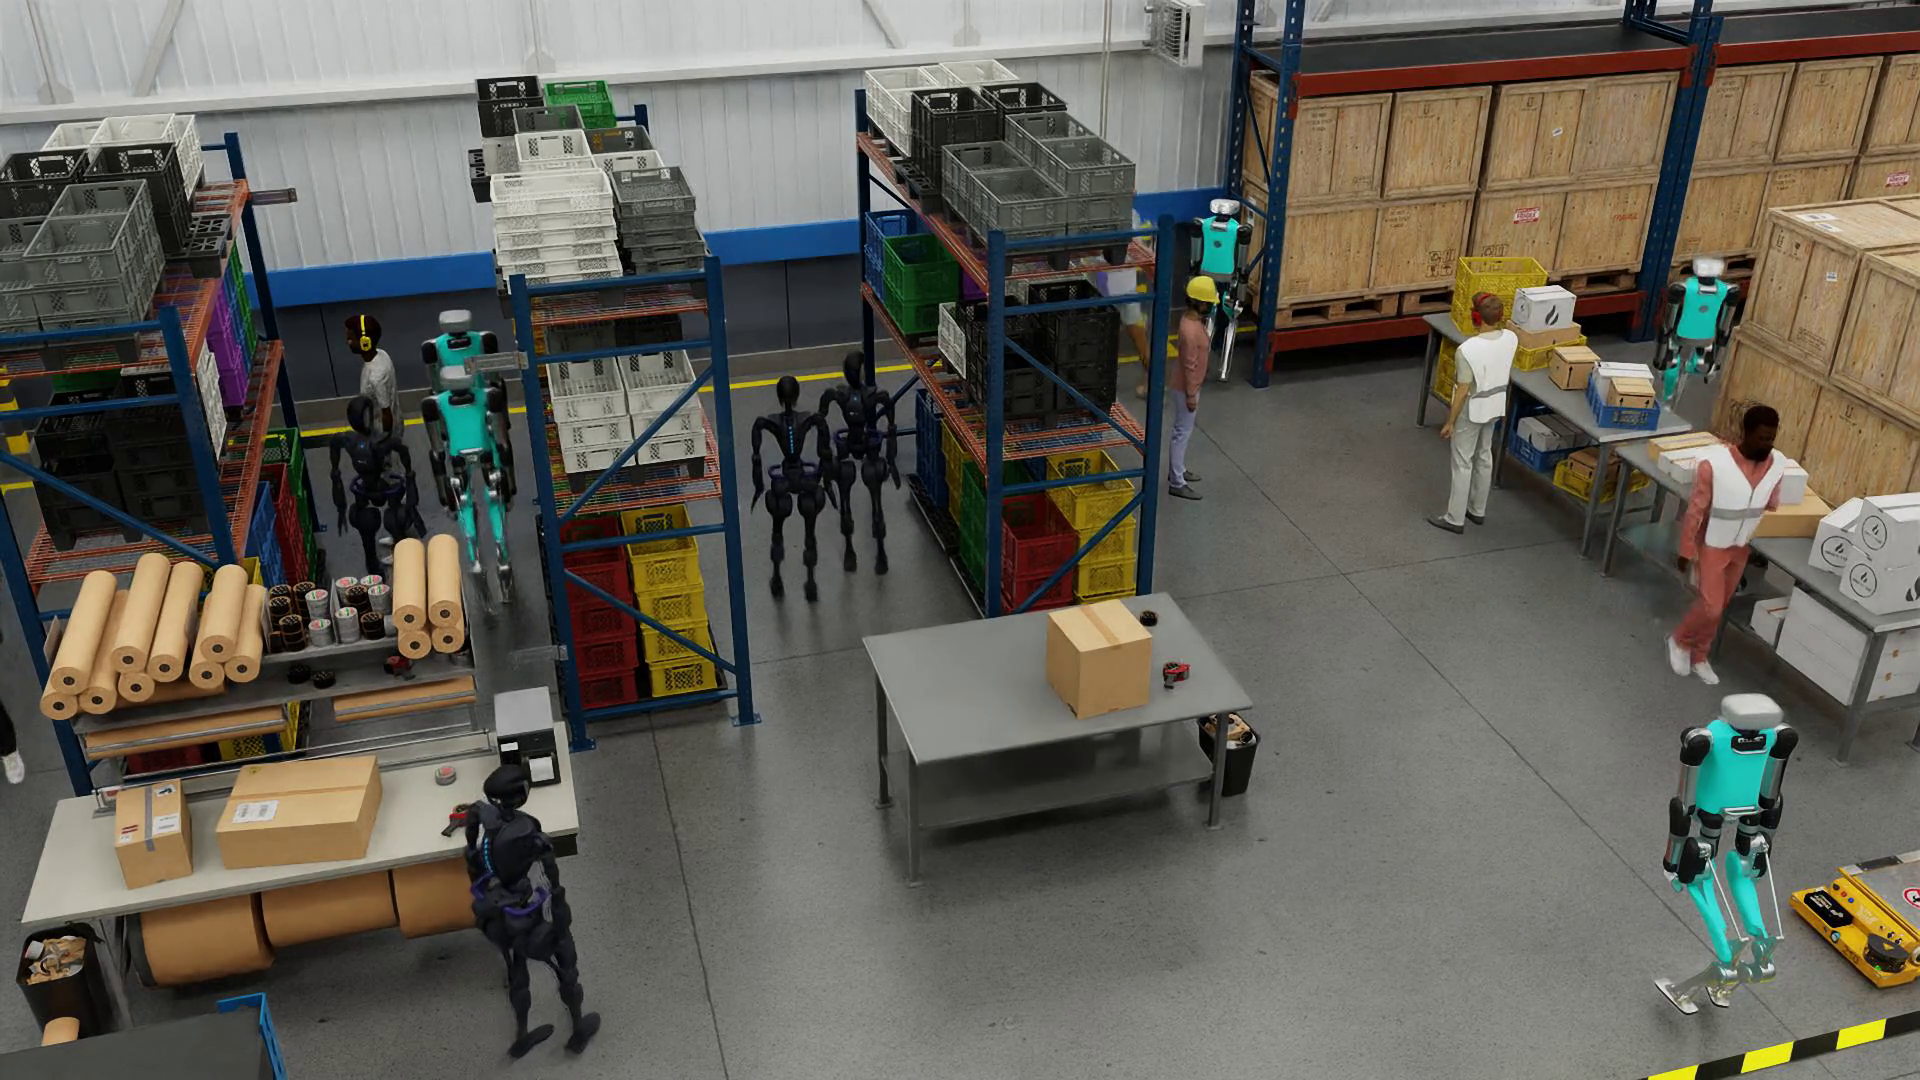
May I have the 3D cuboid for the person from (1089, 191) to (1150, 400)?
[{"bbox_3d":[1.358,-2.182,14.373,0.644,1.963,1.076,-22,36,-35],"label":"person"}]

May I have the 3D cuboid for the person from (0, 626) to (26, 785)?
[{"bbox_3d":[-5.754,0.585,9.461,0.502,1.848,0.682,-11,31,-20],"label":"person"}]

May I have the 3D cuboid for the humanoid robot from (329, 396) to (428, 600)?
[{"bbox_3d":[-3.872,-0.227,11.131,0.601,1.652,0.388,0,29,-1],"label":"humanoid robot"}]

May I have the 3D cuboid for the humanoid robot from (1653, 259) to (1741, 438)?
[{"bbox_3d":[5.824,-1.505,13.406,0.541,1.736,1.057,5,29,9],"label":"humanoid robot"}]

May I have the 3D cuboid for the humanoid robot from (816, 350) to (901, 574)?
[{"bbox_3d":[-0.719,-0.552,11.689,0.613,1.653,0.340,1,29,2],"label":"humanoid robot"}]

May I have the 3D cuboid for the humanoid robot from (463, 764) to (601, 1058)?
[{"bbox_3d":[-2.007,1.686,7.632,0.614,1.652,0.382,16,32,26],"label":"humanoid robot"}]

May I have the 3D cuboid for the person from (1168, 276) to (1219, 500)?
[{"bbox_3d":[1.777,-1.179,12.754,0.314,1.765,0.522,4,29,7],"label":"person"}]

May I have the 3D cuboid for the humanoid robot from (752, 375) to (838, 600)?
[{"bbox_3d":[-1.134,-0.363,11.348,0.587,1.650,0.355,-4,29,-8],"label":"humanoid robot"}]

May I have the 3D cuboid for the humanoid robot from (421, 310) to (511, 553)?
[{"bbox_3d":[-3.469,-0.679,11.971,0.543,1.887,0.687,-10,30,-18],"label":"humanoid robot"}]

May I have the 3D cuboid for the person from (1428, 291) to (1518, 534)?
[{"bbox_3d":[3.785,-0.914,12.190,0.565,1.841,0.378,-18,33,-29],"label":"person"}]

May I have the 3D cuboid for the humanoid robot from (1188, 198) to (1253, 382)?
[{"bbox_3d":[2.305,-2.232,14.559,0.533,1.677,0.735,12,31,20],"label":"humanoid robot"}]

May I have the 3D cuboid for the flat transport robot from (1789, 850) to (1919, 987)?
[{"bbox_3d":[5.163,1.916,8.676,1.431,0.231,0.659,-8,30,-14],"label":"flat transport robot"}]

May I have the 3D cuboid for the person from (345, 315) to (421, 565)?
[{"bbox_3d":[-4.101,-0.718,11.808,0.328,1.869,0.508,-10,30,-17],"label":"person"}]

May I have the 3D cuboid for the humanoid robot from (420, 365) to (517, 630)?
[{"bbox_3d":[-3.191,-0.209,11.055,0.542,1.815,0.804,-9,30,-16],"label":"humanoid robot"}]

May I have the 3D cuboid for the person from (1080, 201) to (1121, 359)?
[{"bbox_3d":[1.283,-2.372,14.877,0.457,1.816,0.657,21,35,34],"label":"person"}]

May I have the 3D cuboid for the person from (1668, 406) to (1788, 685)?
[{"bbox_3d":[4.797,0.038,10.386,0.614,1.907,0.471,-8,30,-14],"label":"person"}]

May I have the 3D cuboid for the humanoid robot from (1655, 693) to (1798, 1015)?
[{"bbox_3d":[3.596,1.550,7.683,0.533,1.672,0.735,-3,29,-6],"label":"humanoid robot"}]
